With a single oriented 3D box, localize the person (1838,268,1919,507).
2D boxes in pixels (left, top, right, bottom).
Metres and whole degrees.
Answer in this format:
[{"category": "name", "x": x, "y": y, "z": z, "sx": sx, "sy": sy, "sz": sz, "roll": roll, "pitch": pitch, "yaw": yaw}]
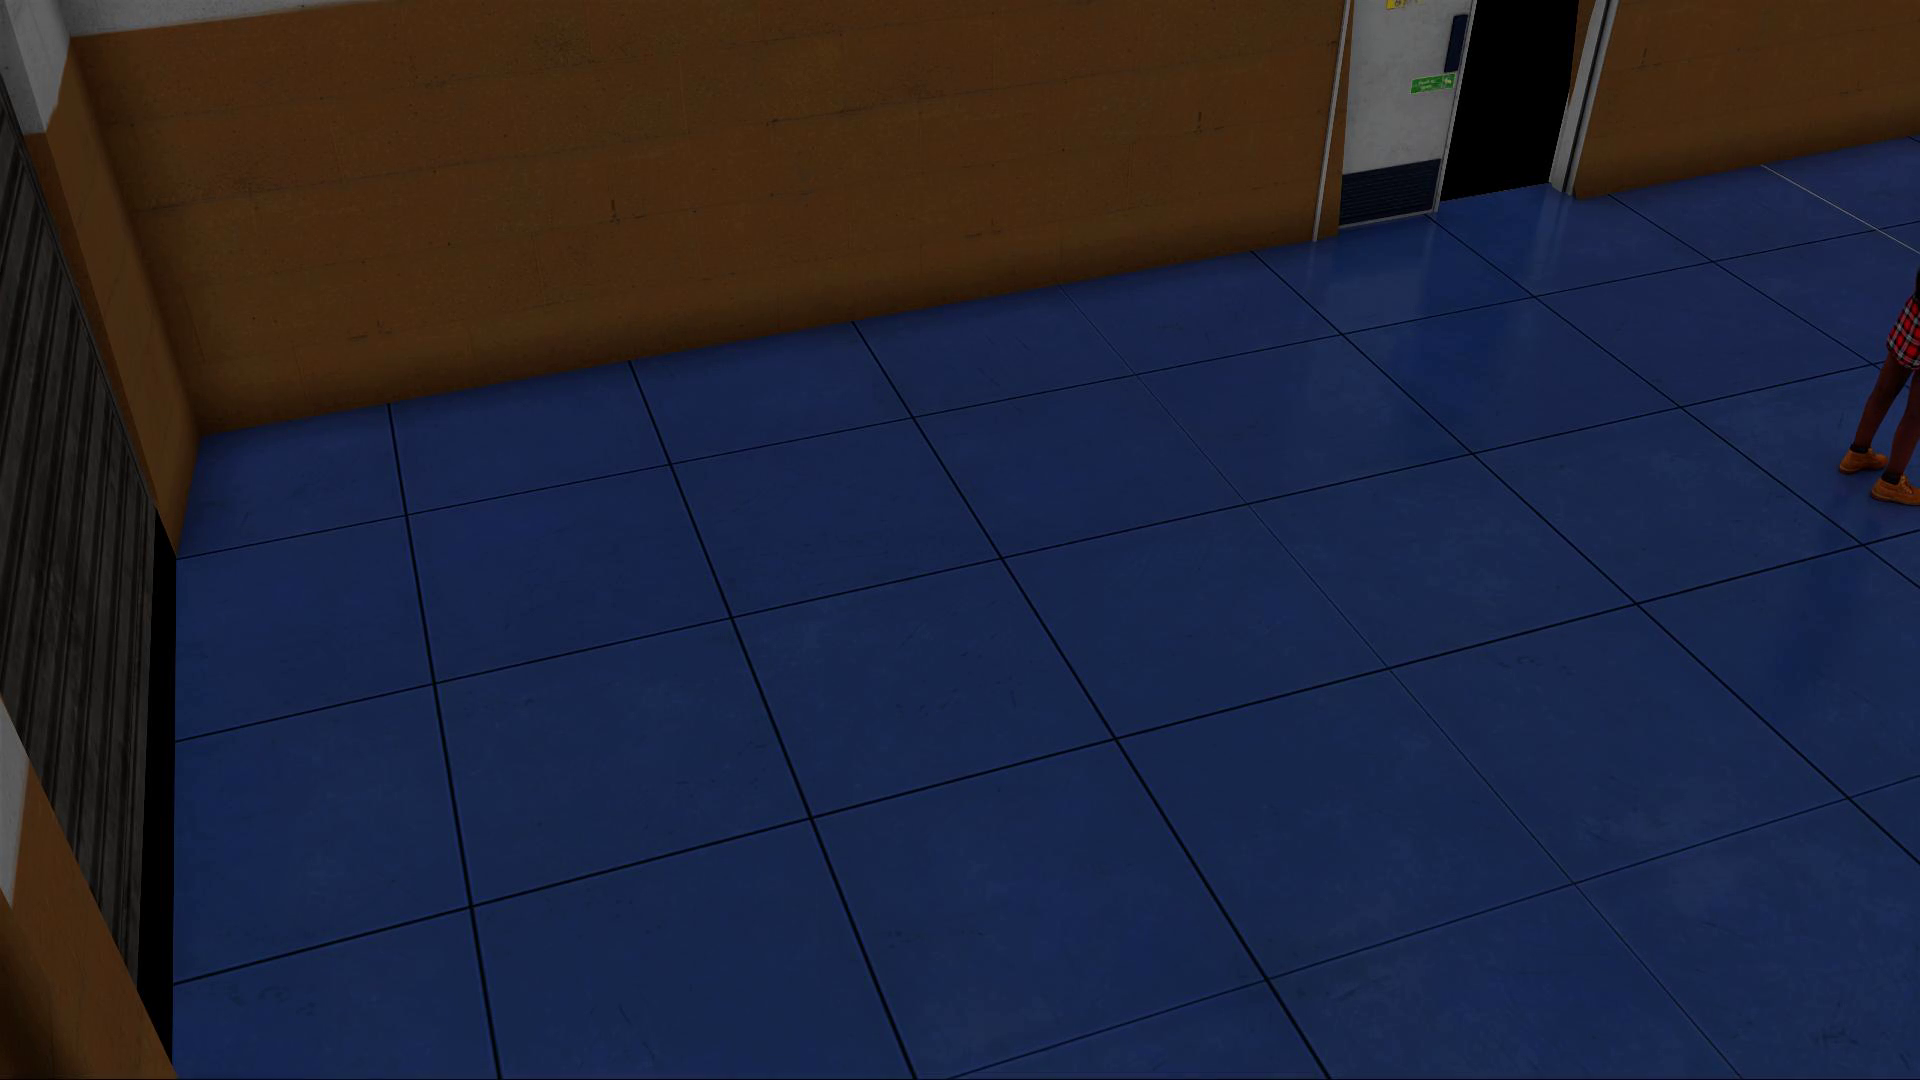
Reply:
[{"category": "person", "x": 4.692, "y": -0.987, "z": 8.024, "sx": 0.716, "sy": 1.729, "sz": 0.595, "roll": -5, "pitch": 37, "yaw": -6}]
